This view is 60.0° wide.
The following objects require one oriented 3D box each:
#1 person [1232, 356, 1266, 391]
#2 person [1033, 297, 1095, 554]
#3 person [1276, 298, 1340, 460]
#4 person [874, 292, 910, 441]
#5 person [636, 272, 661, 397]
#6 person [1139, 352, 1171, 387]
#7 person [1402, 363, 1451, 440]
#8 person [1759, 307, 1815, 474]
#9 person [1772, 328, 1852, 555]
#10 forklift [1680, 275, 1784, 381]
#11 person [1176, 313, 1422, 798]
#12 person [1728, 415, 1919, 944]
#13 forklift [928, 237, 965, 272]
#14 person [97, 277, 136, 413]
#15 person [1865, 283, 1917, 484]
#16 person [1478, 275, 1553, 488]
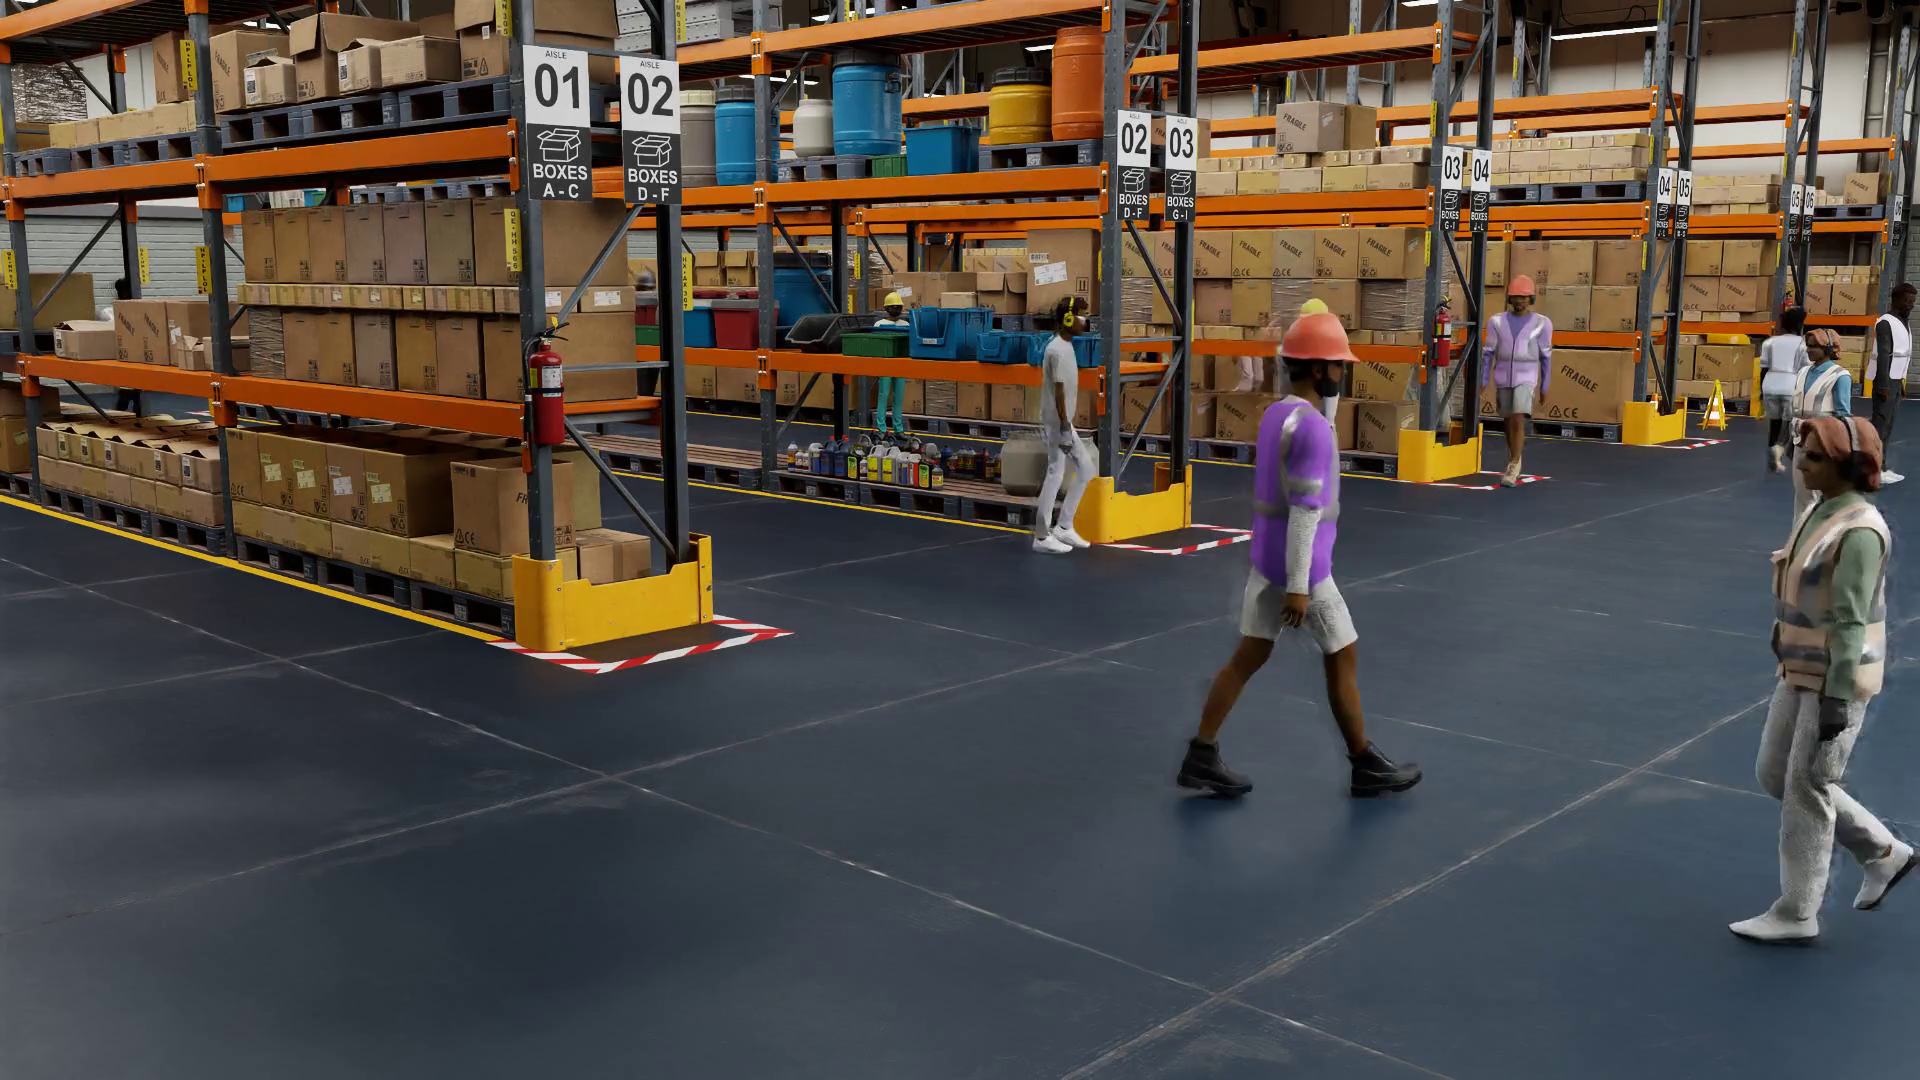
[{"bbox_3d":[3.840,-2.583,22.421,0.632,1.972,0.619,-8,12,-40],"label":"person"},{"bbox_3d":[0.785,-0.825,12.035,0.574,1.842,0.574,2,9,10],"label":"person"},{"bbox_3d":[2.772,-0.997,13.194,0.596,1.814,0.433,8,12,40],"label":"person"},{"bbox_3d":[-0.798,-2.069,19.900,0.530,1.772,0.302,-8,12,-40],"label":"person"},{"bbox_3d":[-4.106,-2.544,22.113,0.703,2.000,0.825,-7,12,-38],"label":"person"},{"bbox_3d":[2.675,-2.555,22.527,0.563,1.877,1.007,-5,10,-27],"label":"person"},{"bbox_3d":[5.580,-2.105,20.071,0.916,1.782,0.602,9,13,44],"label":"person"},{"bbox_3d":[8.186,-1.477,16.556,0.610,1.676,0.536,-9,13,-42],"label":"person"},{"bbox_3d":[5.989,-0.657,11.636,0.306,1.639,0.524,-2,9,-11],"label":"person"},{"bbox_3d":[12.480,-3.427,27.053,1.214,2.155,2.313,9,13,43],"label":"forklift"},{"bbox_3d":[1.298,0.072,6.423,0.986,1.889,0.561,-2,9,-9],"label":"person"},{"bbox_3d":[2.652,0.432,5.008,0.479,1.624,0.519,2,9,9],"label":"person"},{"bbox_3d":[-0.326,-5.817,39.609,1.129,2.768,1.873,9,13,43],"label":"forklift"},{"bbox_3d":[-9.546,-2.032,19.102,0.436,1.953,0.647,6,11,33],"label":"person"},{"bbox_3d":[8.985,-1.519,16.088,0.391,1.913,0.587,8,12,42],"label":"person"},{"bbox_3d":[5.351,-1.537,15.973,0.611,1.999,1.051,6,11,34],"label":"person"}]
